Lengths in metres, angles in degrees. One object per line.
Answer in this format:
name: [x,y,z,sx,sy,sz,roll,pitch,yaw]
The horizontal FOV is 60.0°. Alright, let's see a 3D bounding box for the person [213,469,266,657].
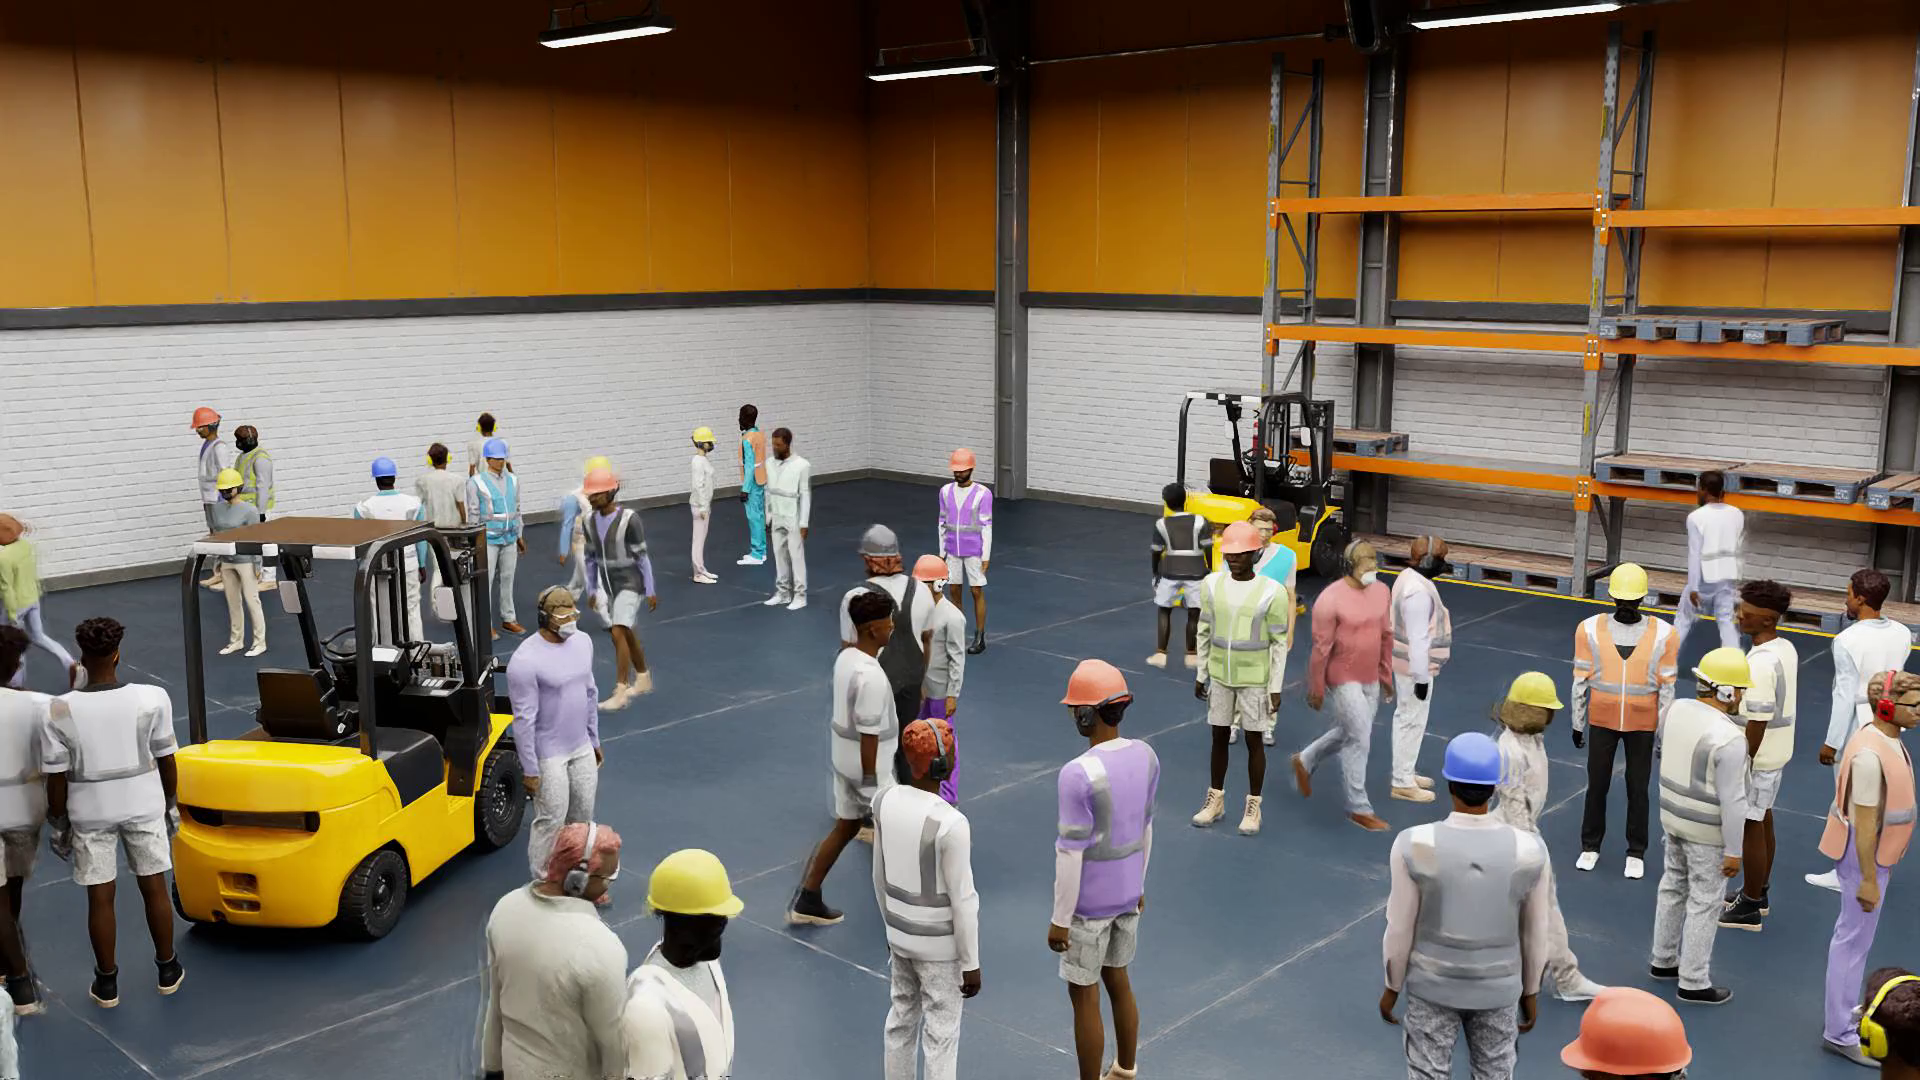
person: [-6.679,0.210,15.366,0.527,1.761,0.338,4,11,21]

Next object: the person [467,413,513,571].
person: [-5.542,-0.585,19.688,0.522,1.821,0.949,-3,10,-16]

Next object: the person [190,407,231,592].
person: [-8.226,-0.452,18.330,0.381,2.039,0.606,-9,13,-40]

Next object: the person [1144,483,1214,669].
person: [1.963,0.334,14.905,0.616,1.677,0.355,2,10,10]

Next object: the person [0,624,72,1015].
person: [-4.808,1.366,8.299,0.639,1.916,0.715,-9,14,-43]

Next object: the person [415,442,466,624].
person: [-5.213,-0.060,16.710,0.524,1.834,0.793,-2,10,-11]

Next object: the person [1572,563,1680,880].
person: [3.965,1.078,9.970,0.581,1.919,0.393,4,11,24]

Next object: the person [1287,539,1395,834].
person: [2.517,0.909,10.951,0.628,1.911,0.854,-8,12,-37]

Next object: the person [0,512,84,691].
person: [-7.807,0.538,13.911,0.715,1.598,0.531,0,10,3]

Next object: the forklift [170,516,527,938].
forklift: [-3.583,0.976,9.748,1.214,2.155,2.313,2,10,11]

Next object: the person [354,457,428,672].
person: [-5.028,0.234,14.719,0.608,1.939,0.415,-4,11,-24]

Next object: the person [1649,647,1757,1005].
person: [3.710,1.420,8.301,0.403,1.819,0.602,-2,10,-11]

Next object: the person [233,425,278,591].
person: [-7.797,-0.357,18.362,0.430,1.838,0.625,-9,14,-42]

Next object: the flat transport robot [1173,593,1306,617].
flat transport robot: [2.819,0.605,17.336,1.431,0.197,0.652,10,14,43]

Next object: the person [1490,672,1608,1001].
person: [2.810,1.481,8.289,0.871,1.695,0.486,7,12,36]

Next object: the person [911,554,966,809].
person: [-0.194,0.959,11.098,0.327,1.752,0.561,-7,12,-36]

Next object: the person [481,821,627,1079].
person: [-1.380,1.861,5.712,0.719,1.861,0.805,9,13,41]

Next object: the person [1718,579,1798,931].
person: [4.410,1.181,9.231,0.367,1.966,0.607,7,12,36]

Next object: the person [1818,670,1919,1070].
person: [4.231,1.498,7.763,0.390,1.848,0.563,7,12,33]

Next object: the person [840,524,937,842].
person: [-0.516,0.898,10.631,0.693,2.000,0.537,-7,12,-36]

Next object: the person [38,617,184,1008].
person: [-4.207,1.347,8.286,0.605,1.966,0.373,-5,11,-28]

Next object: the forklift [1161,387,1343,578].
forklift: [3.298,-0.608,18.767,1.214,2.155,2.313,9,13,42]

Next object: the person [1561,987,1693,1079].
person: [1.715,2.068,4.299,0.390,1.925,0.550,5,11,27]

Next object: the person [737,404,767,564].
person: [-2.472,-0.664,19.873,0.391,1.920,0.587,1,10,8]

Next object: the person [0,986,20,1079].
person: [-3.267,1.990,5.307,0.397,1.729,0.501,4,11,24]

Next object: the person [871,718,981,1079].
person: [-0.124,1.647,6.820,0.355,1.883,0.575,-9,13,-41]

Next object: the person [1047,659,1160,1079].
person: [0.588,1.515,7.163,0.403,2.031,0.612,8,13,39]

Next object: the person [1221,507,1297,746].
person: [2.254,0.649,12.651,0.585,1.830,0.394,2,10,12]

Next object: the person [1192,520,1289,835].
person: [1.792,0.881,10.718,0.605,2.045,0.386,6,12,33]

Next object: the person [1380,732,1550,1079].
person: [1.931,1.690,6.389,0.614,1.944,0.403,1,10,5]

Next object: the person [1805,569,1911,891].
person: [5.274,1.120,9.716,0.590,1.920,0.398,-5,11,-28]

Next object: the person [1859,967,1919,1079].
person: [2.487,2.064,4.514,0.506,1.864,0.332,-2,10,-9]

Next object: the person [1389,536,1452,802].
person: [3.130,0.873,11.383,0.430,1.831,0.640,2,10,10]

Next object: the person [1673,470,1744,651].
person: [6.445,0.323,14.413,0.606,1.863,1.015,-3,10,-18]

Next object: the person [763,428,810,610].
person: [-1.811,-0.225,17.419,0.641,1.906,0.430,7,12,35]

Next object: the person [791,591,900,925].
person: [-0.507,1.214,9.176,0.920,1.927,0.625,-4,11,-20]

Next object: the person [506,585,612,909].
person: [-2.246,1.192,9.301,0.377,1.927,0.635,5,11,26]

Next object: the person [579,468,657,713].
person: [-2.845,0.396,13.665,0.620,1.985,0.888,7,12,34]

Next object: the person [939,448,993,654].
person: [0.036,0.101,15.490,0.544,1.930,0.388,5,11,26]

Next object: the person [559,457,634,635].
person: [-3.638,0.055,16.278,0.959,1.764,0.591,5,11,26]

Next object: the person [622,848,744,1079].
person: [-0.863,1.909,5.254,0.377,1.919,0.660,1,10,7]

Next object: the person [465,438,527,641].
person: [-4.478,-0.016,16.096,0.388,1.949,0.602,8,13,37]

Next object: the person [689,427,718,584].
person: [-2.891,-0.397,18.786,0.320,1.769,0.523,0,10,-3]
